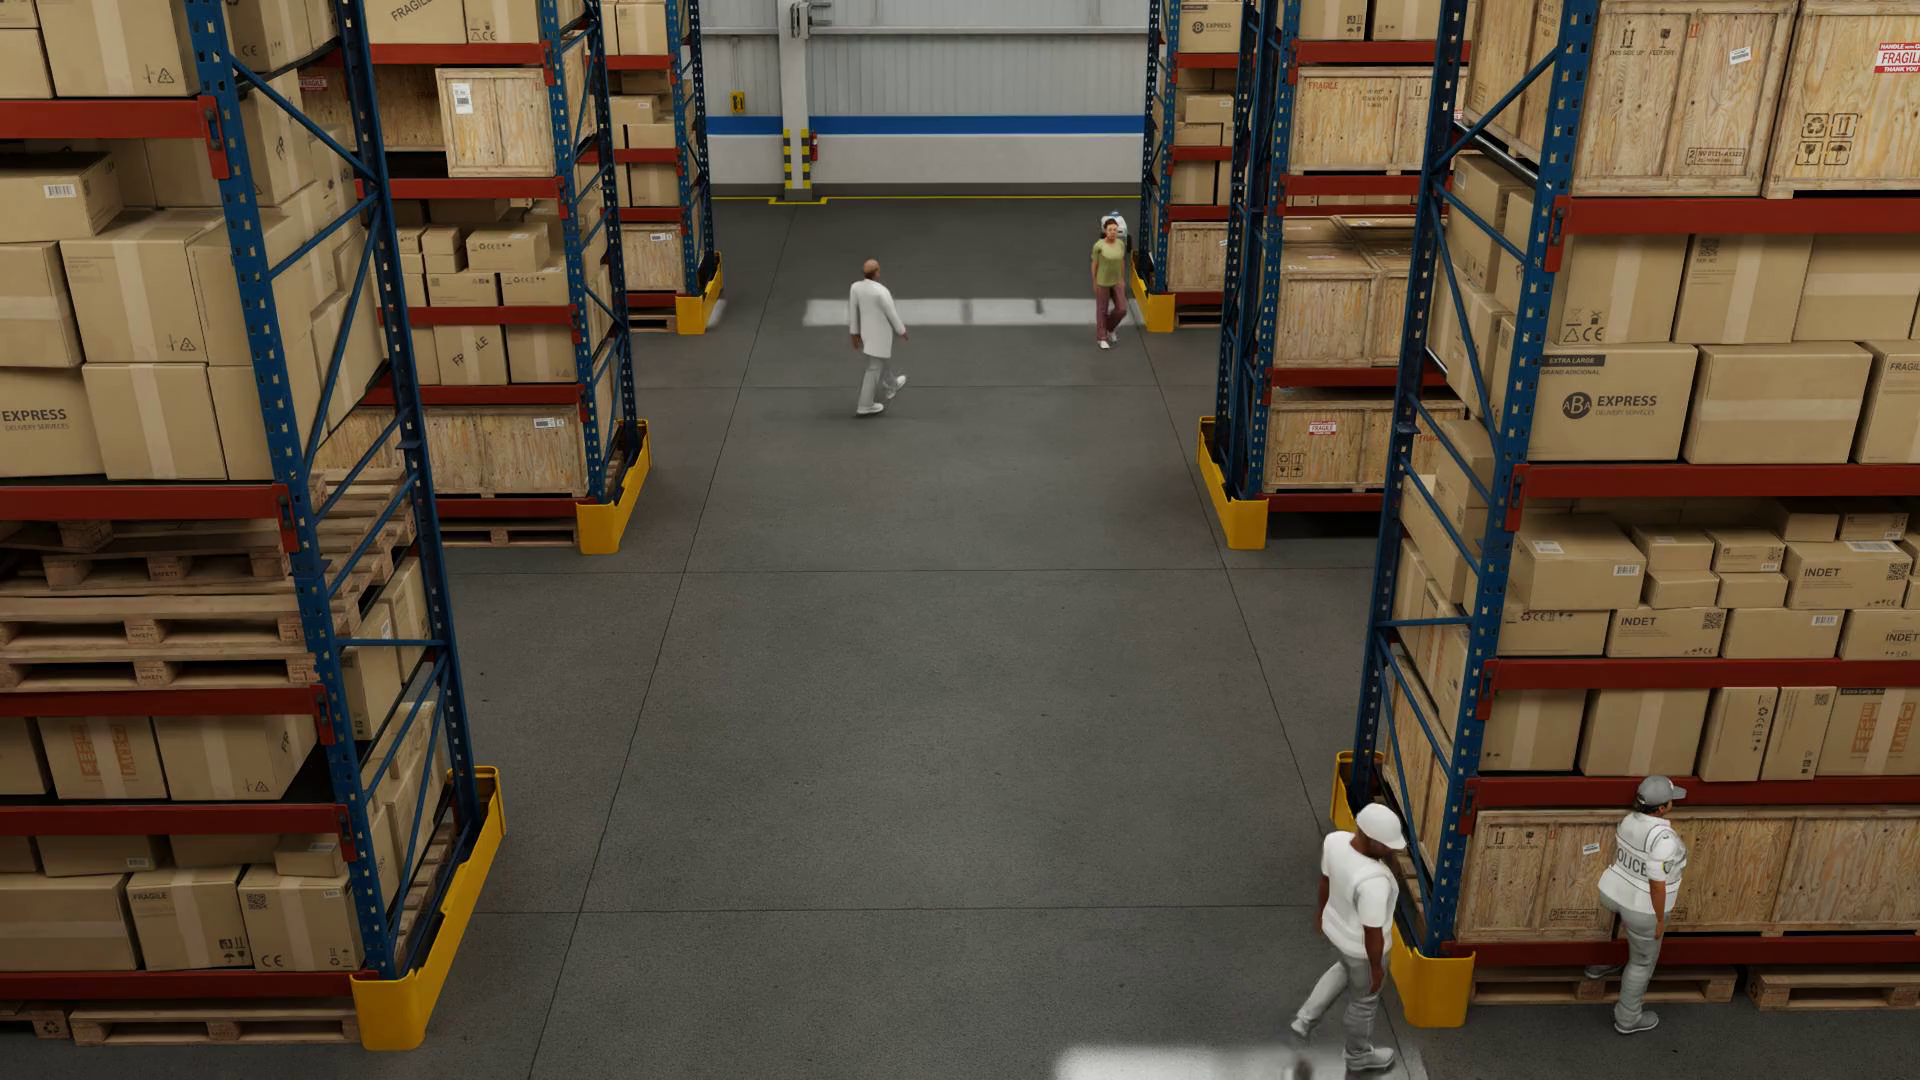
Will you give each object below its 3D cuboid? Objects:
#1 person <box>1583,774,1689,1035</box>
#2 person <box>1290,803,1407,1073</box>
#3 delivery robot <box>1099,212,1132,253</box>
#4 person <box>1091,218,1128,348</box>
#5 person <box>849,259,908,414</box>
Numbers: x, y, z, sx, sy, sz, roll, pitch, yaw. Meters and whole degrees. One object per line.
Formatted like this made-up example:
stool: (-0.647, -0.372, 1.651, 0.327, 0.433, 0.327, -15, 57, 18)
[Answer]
person: (3.948, 2.054, 9.603, 0.512, 1.664, 0.466, -12, 28, -24)
person: (2.179, 2.187, 9.172, 0.621, 1.767, 0.605, -8, 26, -17)
delivery robot: (2.443, -4.647, 25.404, 0.667, 0.536, 0.754, 0, 25, -1)
person: (1.854, -3.217, 20.840, 0.467, 1.664, 0.488, -7, 26, -14)
person: (-0.865, -2.353, 18.890, 0.587, 1.739, 0.965, 22, 33, 39)
